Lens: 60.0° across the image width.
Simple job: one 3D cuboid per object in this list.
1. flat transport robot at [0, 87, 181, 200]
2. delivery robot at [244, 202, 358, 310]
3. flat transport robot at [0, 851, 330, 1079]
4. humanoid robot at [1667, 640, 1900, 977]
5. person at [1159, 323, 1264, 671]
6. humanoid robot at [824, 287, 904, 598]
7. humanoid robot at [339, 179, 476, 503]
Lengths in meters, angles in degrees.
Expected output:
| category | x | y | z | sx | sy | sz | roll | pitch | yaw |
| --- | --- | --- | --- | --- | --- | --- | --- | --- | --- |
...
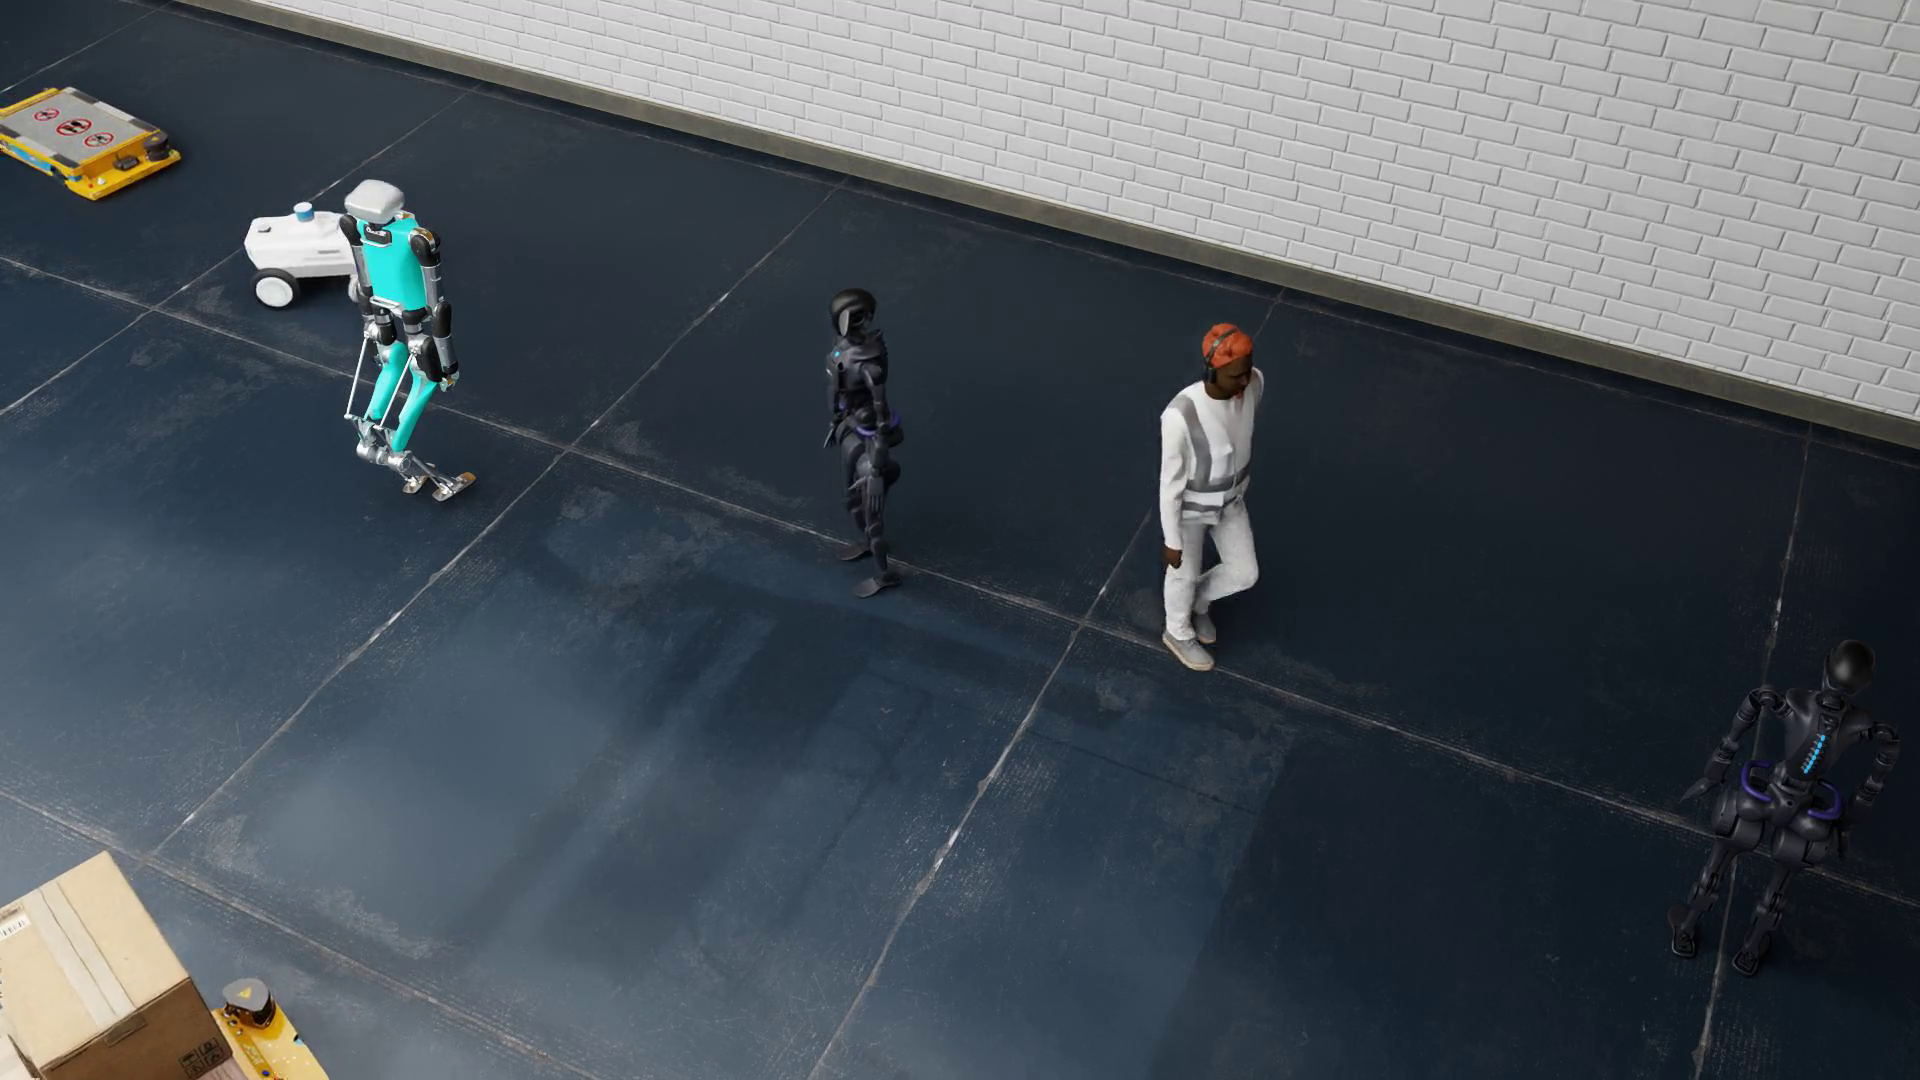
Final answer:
| category | x | y | z | sx | sy | sz | roll | pitch | yaw |
| --- | --- | --- | --- | --- | --- | --- | --- | --- | --- |
| flat transport robot | -5.965 | -2.696 | 11.164 | 1.431 | 0.231 | 0.659 | 26 | 49 | 25 |
| delivery robot | -3.868 | -1.712 | 9.901 | 0.778 | 0.607 | 0.525 | -4 | 43 | -5 |
| flat transport robot | -2.999 | 2.198 | 5.884 | 1.431 | 0.231 | 0.659 | -32 | 52 | -30 |
| humanoid robot | 3.011 | 0.989 | 6.142 | 0.599 | 1.657 | 0.315 | 18 | 46 | 19 |
| person | 1.087 | -0.130 | 7.216 | 0.585 | 1.866 | 0.434 | -25 | 49 | -25 |
| humanoid robot | -0.452 | -0.452 | 7.706 | 0.320 | 1.651 | 0.598 | -20 | 46 | -20 |
| humanoid robot | -2.758 | -0.843 | 7.990 | 0.531 | 1.673 | 0.739 | 18 | 46 | 19 |
